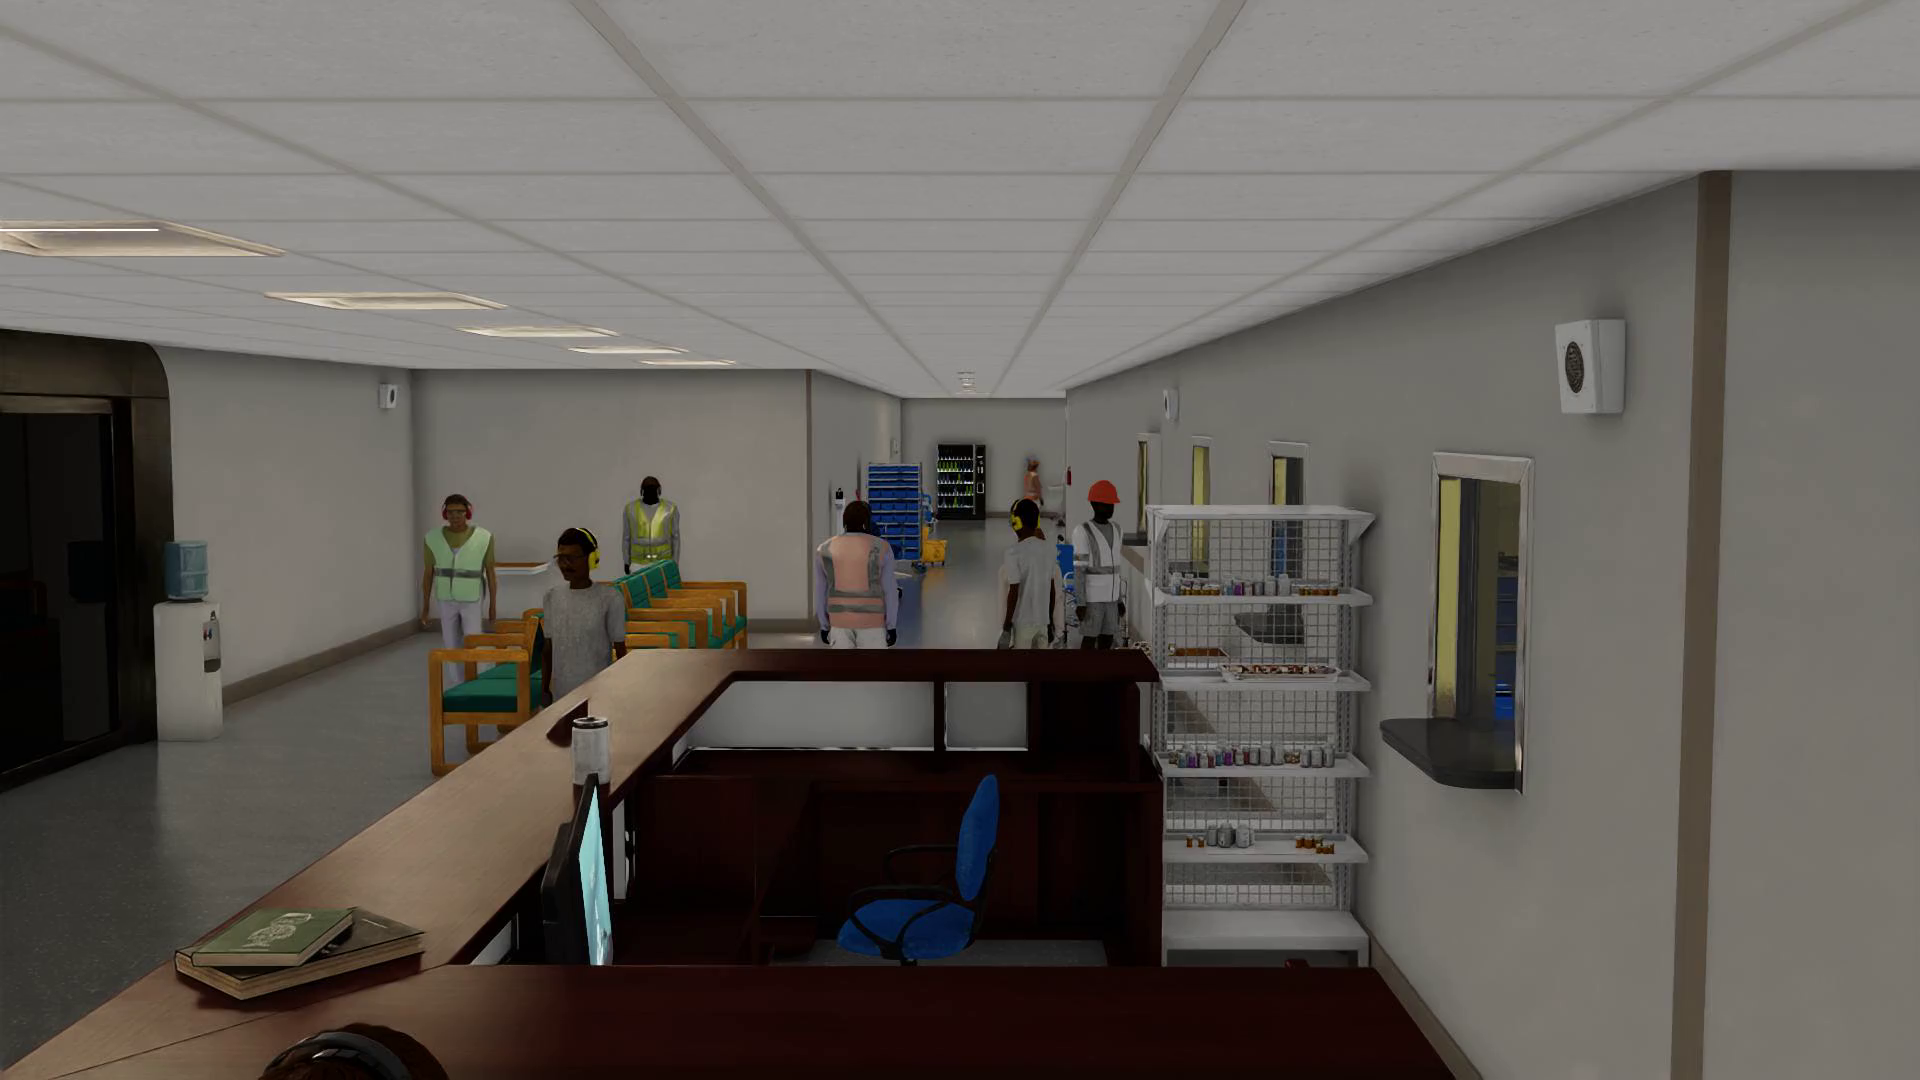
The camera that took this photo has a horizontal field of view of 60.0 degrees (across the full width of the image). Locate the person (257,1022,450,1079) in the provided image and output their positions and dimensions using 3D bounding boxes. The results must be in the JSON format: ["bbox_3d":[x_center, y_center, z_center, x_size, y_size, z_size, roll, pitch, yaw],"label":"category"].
[{"bbox_3d":[-0.596,1.392,1.637,0.618,1.836,0.431,1,4,16],"label":"person"}]

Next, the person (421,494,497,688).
[{"bbox_3d":[-4.121,0.530,13.700,0.575,1.827,0.461,0,4,-1],"label":"person"}]

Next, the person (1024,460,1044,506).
[{"bbox_3d":[1.470,-0.809,33.872,0.315,1.632,0.596,-2,4,-24],"label":"person"}]

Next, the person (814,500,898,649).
[{"bbox_3d":[-0.748,0.625,12.290,0.621,1.845,0.429,1,4,13],"label":"person"}]

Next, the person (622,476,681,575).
[{"bbox_3d":[-3.345,0.223,18.022,0.631,1.836,0.429,-1,4,-7],"label":"person"}]

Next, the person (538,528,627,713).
[{"bbox_3d":[-2.001,0.864,8.773,0.535,1.866,0.314,1,4,18],"label":"person"}]

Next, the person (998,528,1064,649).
[{"bbox_3d":[0.541,0.702,12.645,0.507,1.633,0.278,1,4,13],"label":"person"}]

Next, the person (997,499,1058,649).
[{"bbox_3d":[0.483,0.632,12.035,0.519,1.865,0.328,-4,6,-43],"label":"person"}]

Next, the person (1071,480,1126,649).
[{"bbox_3d":[1.179,0.470,13.800,0.552,1.935,0.366,-4,6,-43],"label":"person"}]
